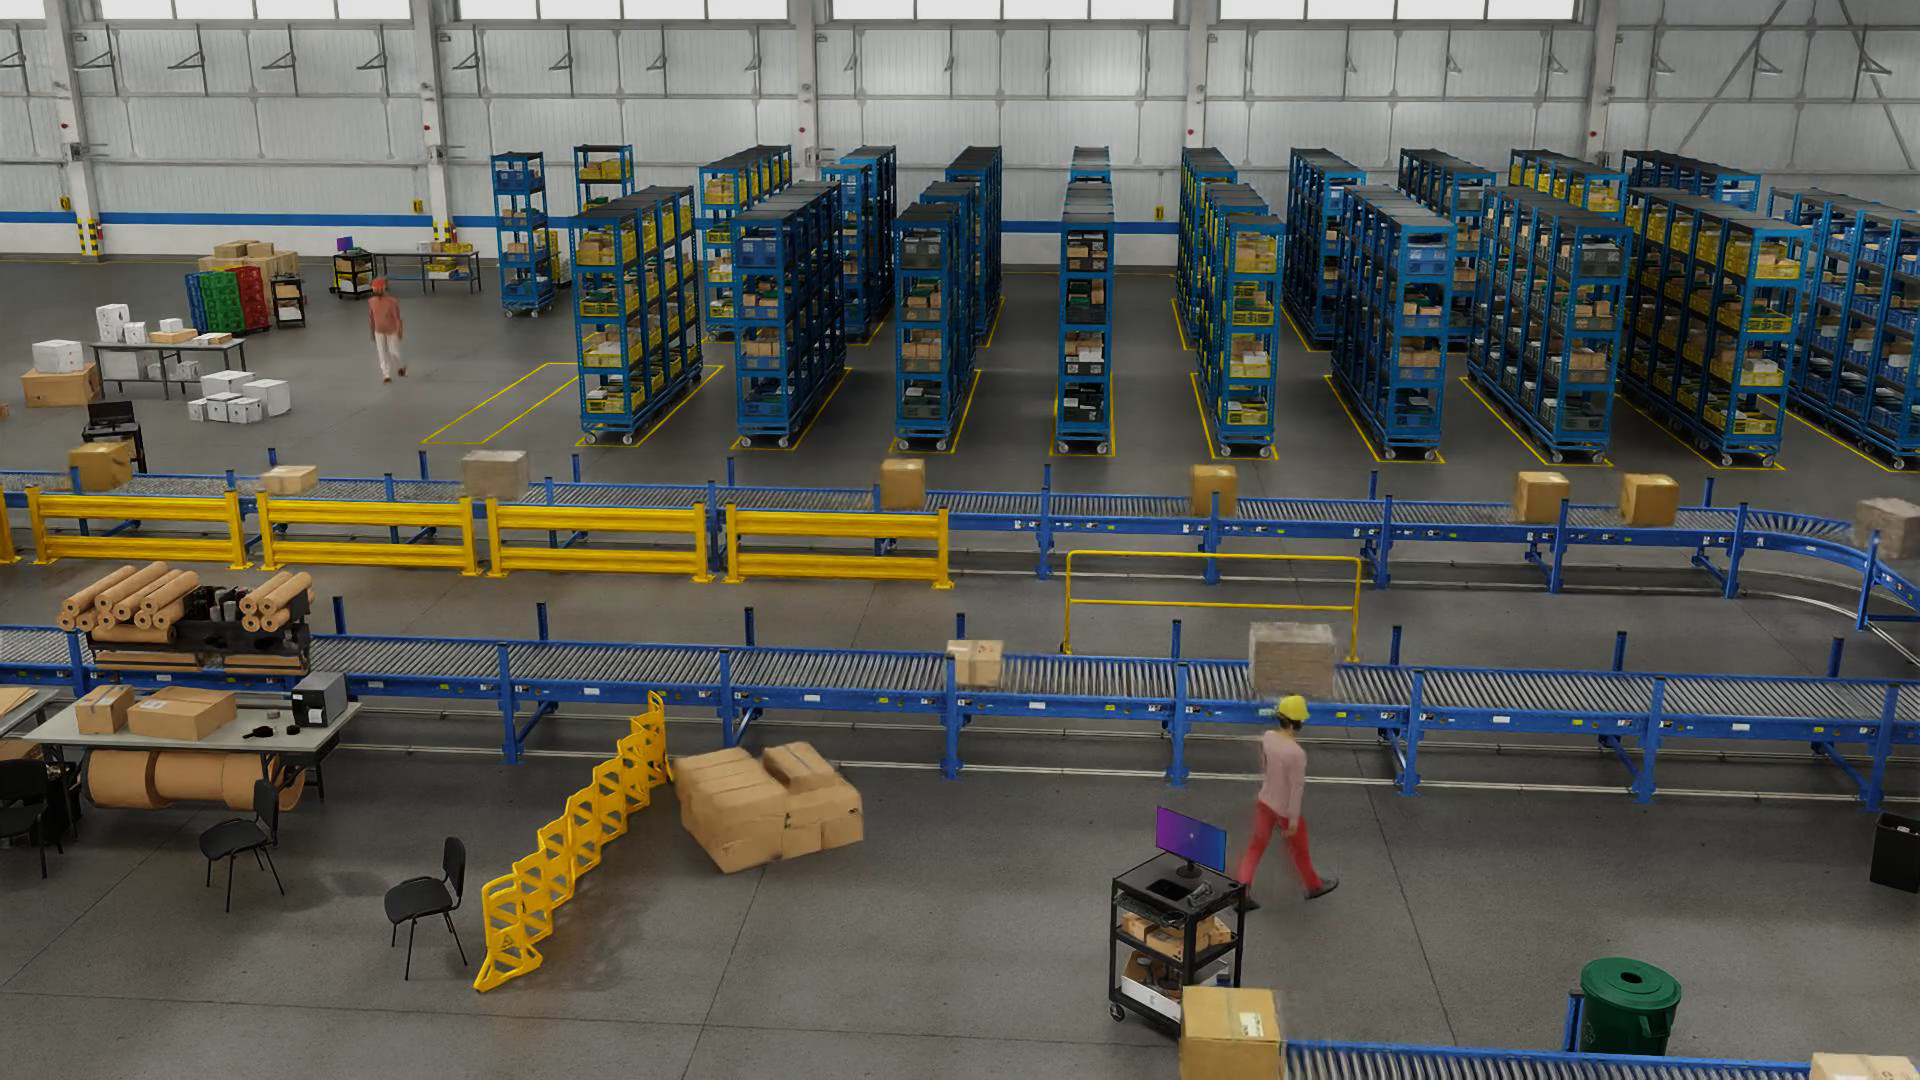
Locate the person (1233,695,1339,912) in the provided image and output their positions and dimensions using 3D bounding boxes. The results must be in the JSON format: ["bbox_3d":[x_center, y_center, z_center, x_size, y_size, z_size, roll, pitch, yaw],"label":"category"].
[{"bbox_3d":[2.450,1.967,12.503,0.925,1.710,0.549,-9,20,-26],"label":"person"}]

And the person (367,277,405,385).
[{"bbox_3d":[-10.542,-3.851,30.541,0.644,1.975,0.530,1,18,4],"label":"person"}]
